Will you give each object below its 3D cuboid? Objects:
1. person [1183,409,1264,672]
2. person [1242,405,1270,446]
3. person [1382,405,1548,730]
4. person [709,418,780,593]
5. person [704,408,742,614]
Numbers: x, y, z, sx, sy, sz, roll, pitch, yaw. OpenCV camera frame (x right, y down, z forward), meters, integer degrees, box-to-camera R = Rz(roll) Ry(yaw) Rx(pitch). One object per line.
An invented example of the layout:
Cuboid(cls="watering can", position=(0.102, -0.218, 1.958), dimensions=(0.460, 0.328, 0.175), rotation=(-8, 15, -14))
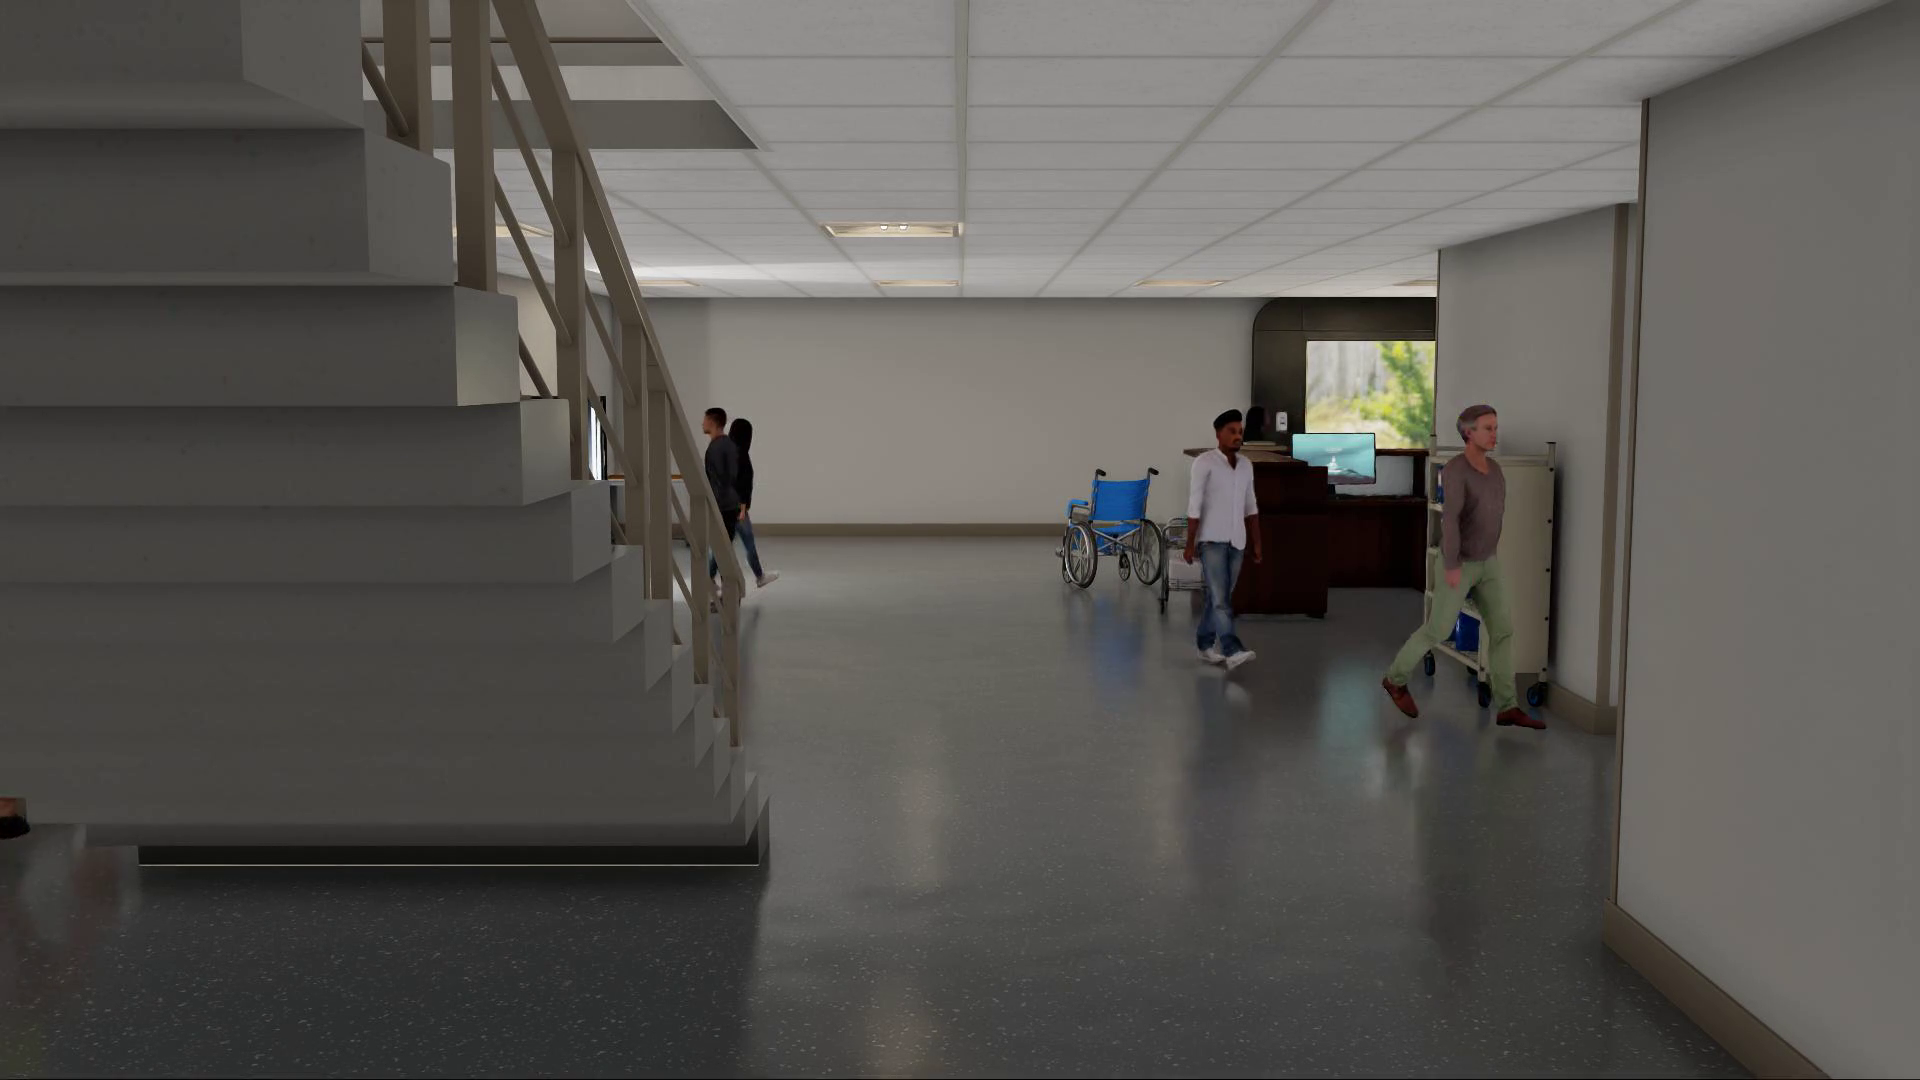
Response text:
Cuboid(cls="person", position=(1.772, 0.003, 11.593), dimensions=(0.995, 1.779, 1.191), rotation=(-3, 6, -27))
Cuboid(cls="person", position=(2.928, -0.488, 16.922), dimensions=(0.651, 1.688, 1.081), rotation=(0, 6, 0))
Cuboid(cls="person", position=(2.874, 0.157, 9.675), dimensions=(1.184, 1.856, 1.333), rotation=(-4, 7, -37))
Cuboid(cls="person", position=(-2.149, -0.280, 15.313), dimensions=(1.019, 1.598, 1.118), rotation=(4, 7, 37))
Cuboid(cls="person", position=(-2.020, -0.263, 14.350), dimensions=(0.726, 1.756, 0.560), rotation=(1, 6, 9))
